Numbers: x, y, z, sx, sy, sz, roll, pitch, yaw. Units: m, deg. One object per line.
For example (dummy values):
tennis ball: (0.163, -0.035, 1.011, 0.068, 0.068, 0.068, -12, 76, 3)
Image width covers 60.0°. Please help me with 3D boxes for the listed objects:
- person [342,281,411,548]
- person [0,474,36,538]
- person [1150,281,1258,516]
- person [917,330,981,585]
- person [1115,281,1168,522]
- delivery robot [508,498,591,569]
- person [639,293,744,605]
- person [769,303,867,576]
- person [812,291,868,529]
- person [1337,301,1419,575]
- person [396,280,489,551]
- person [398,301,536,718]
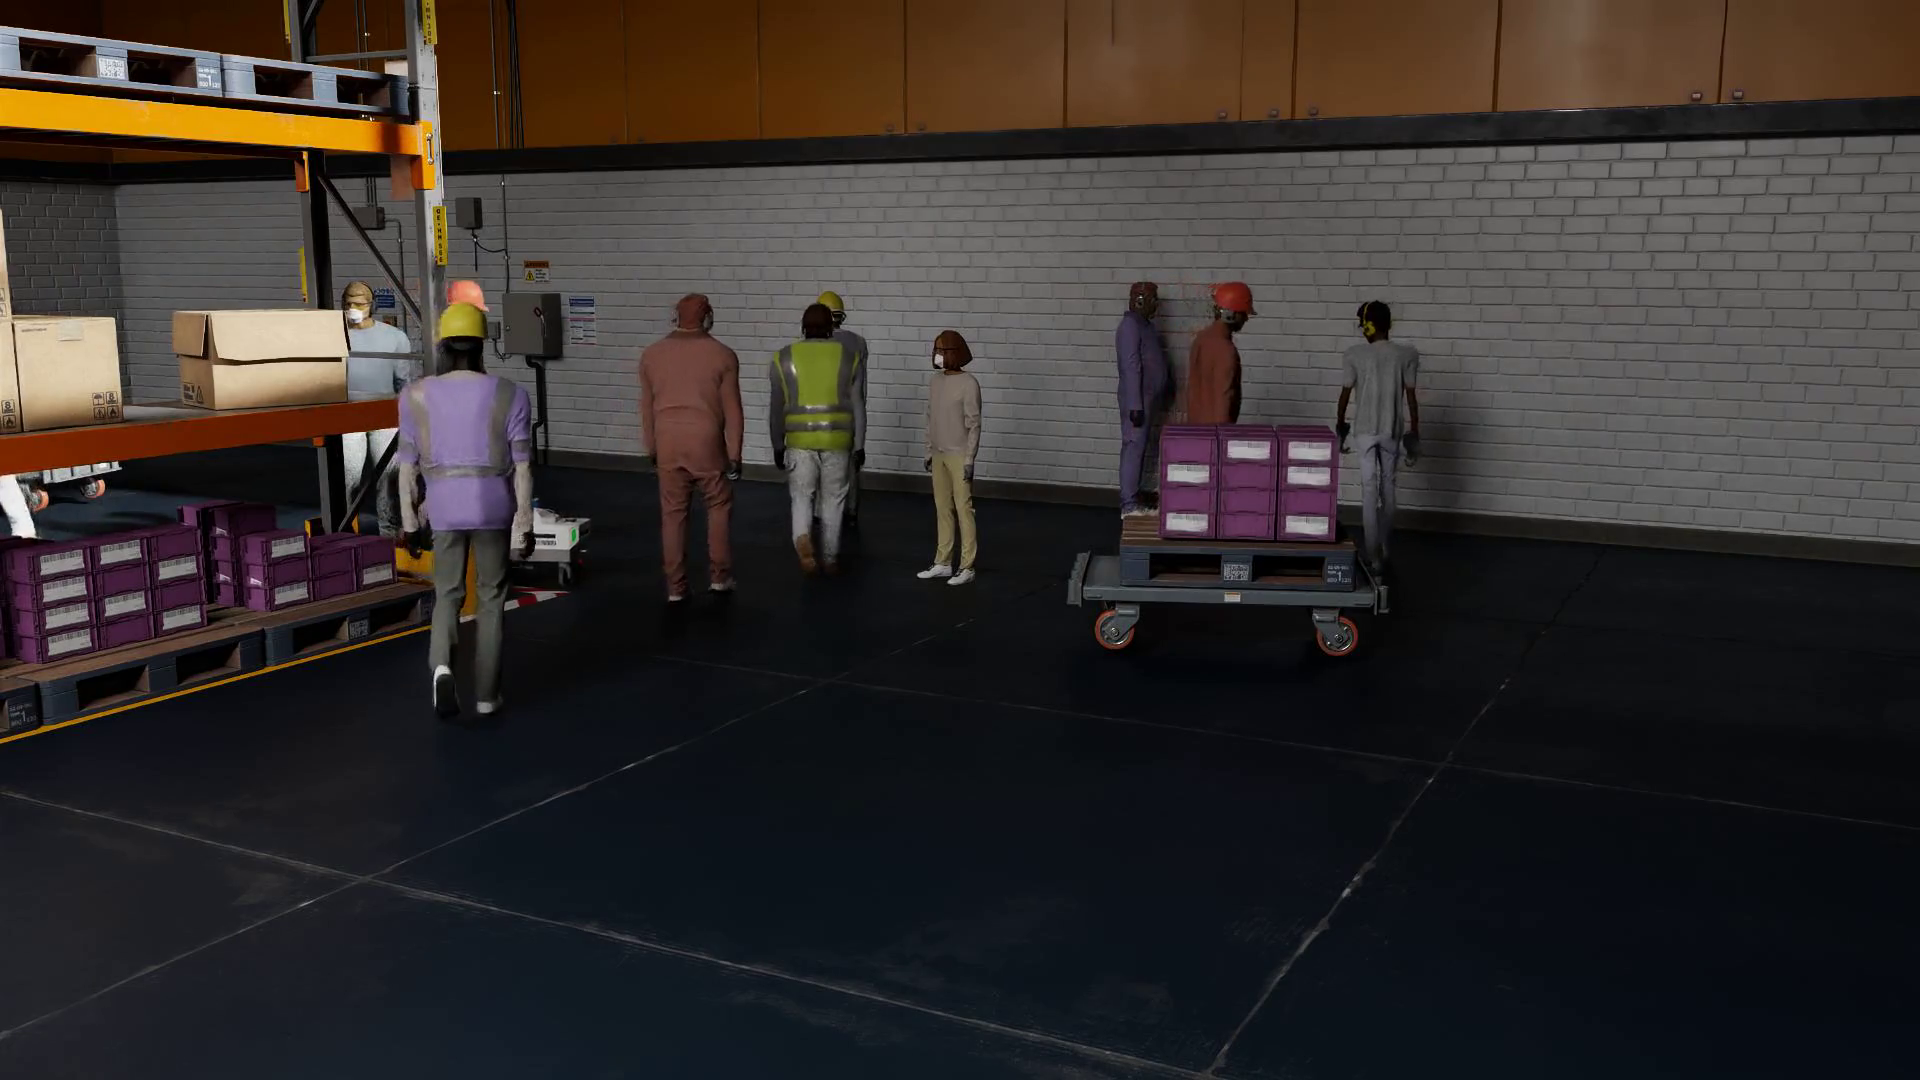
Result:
person: (-4.061, -0.796, 11.388, 0.629, 1.936, 0.371, -4, 11, -23)
person: (-6.876, -0.757, 11.572, 0.665, 1.789, 0.945, 5, 11, 26)
person: (1.610, -0.738, 11.030, 0.842, 1.943, 0.648, -3, 10, -16)
person: (-0.061, -0.532, 10.732, 0.284, 1.633, 0.497, -8, 13, -39)
person: (1.437, -1.092, 13.188, 0.411, 1.908, 0.643, 2, 10, 12)
delivery robot: (-2.736, -0.026, 10.650, 0.707, 0.478, 0.477, 1, 10, 6)
person: (-1.616, -0.566, 10.205, 0.679, 1.878, 0.714, 2, 10, 9)
person: (-0.917, -0.626, 10.789, 0.632, 1.812, 0.643, -1, 10, -4)
person: (-0.993, -0.998, 12.853, 0.586, 1.833, 0.403, -7, 12, -34)
person: (2.817, -0.695, 11.218, 0.500, 1.799, 0.983, 0, 10, 1)
person: (-3.581, -0.853, 11.709, 0.922, 1.952, 0.605, -8, 13, -40)
person: (-2.219, -0.112, 7.497, 0.596, 1.908, 0.583, -1, 10, -5)
